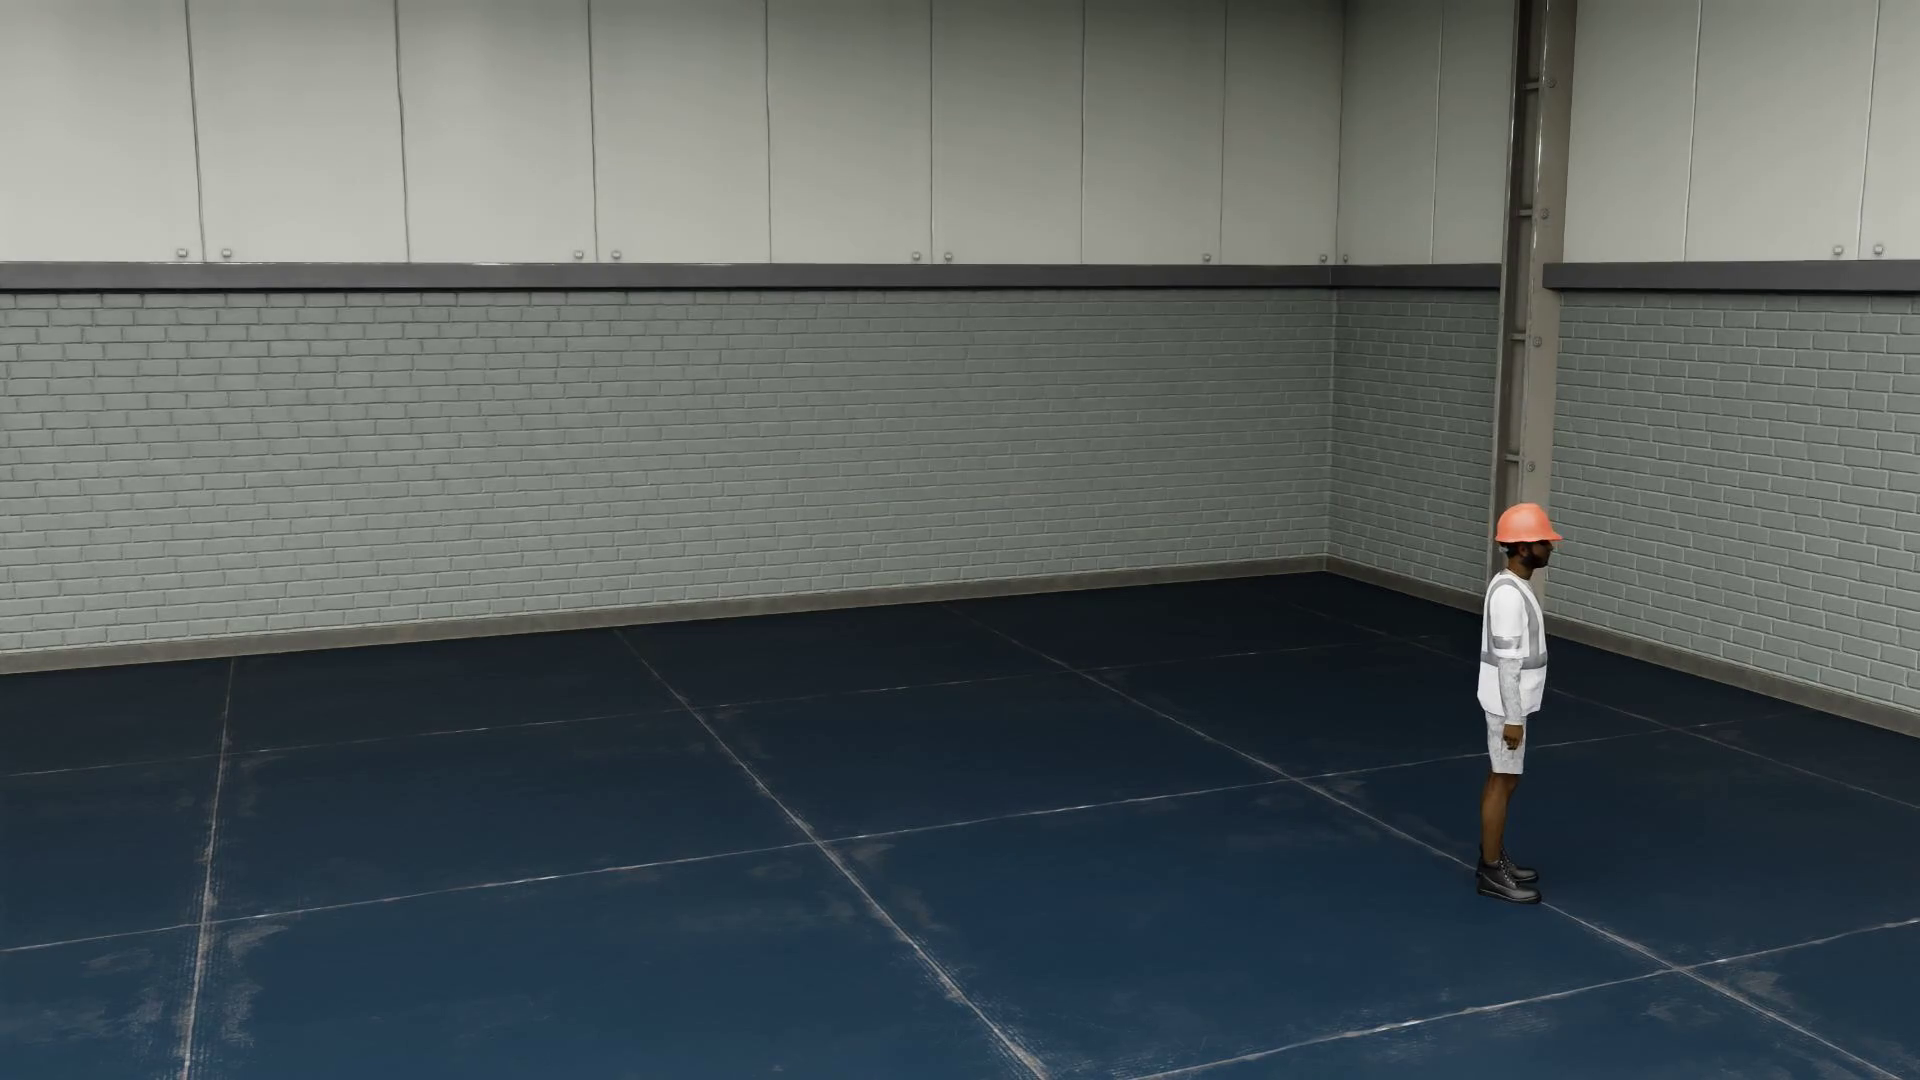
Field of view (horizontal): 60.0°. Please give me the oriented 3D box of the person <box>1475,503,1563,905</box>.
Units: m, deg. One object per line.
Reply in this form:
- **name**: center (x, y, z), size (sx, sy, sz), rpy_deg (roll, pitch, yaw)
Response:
- **person**: center (2.709, 0.782, 8.115), size (0.353, 1.942, 0.546), rpy_deg (3, 10, 18)
